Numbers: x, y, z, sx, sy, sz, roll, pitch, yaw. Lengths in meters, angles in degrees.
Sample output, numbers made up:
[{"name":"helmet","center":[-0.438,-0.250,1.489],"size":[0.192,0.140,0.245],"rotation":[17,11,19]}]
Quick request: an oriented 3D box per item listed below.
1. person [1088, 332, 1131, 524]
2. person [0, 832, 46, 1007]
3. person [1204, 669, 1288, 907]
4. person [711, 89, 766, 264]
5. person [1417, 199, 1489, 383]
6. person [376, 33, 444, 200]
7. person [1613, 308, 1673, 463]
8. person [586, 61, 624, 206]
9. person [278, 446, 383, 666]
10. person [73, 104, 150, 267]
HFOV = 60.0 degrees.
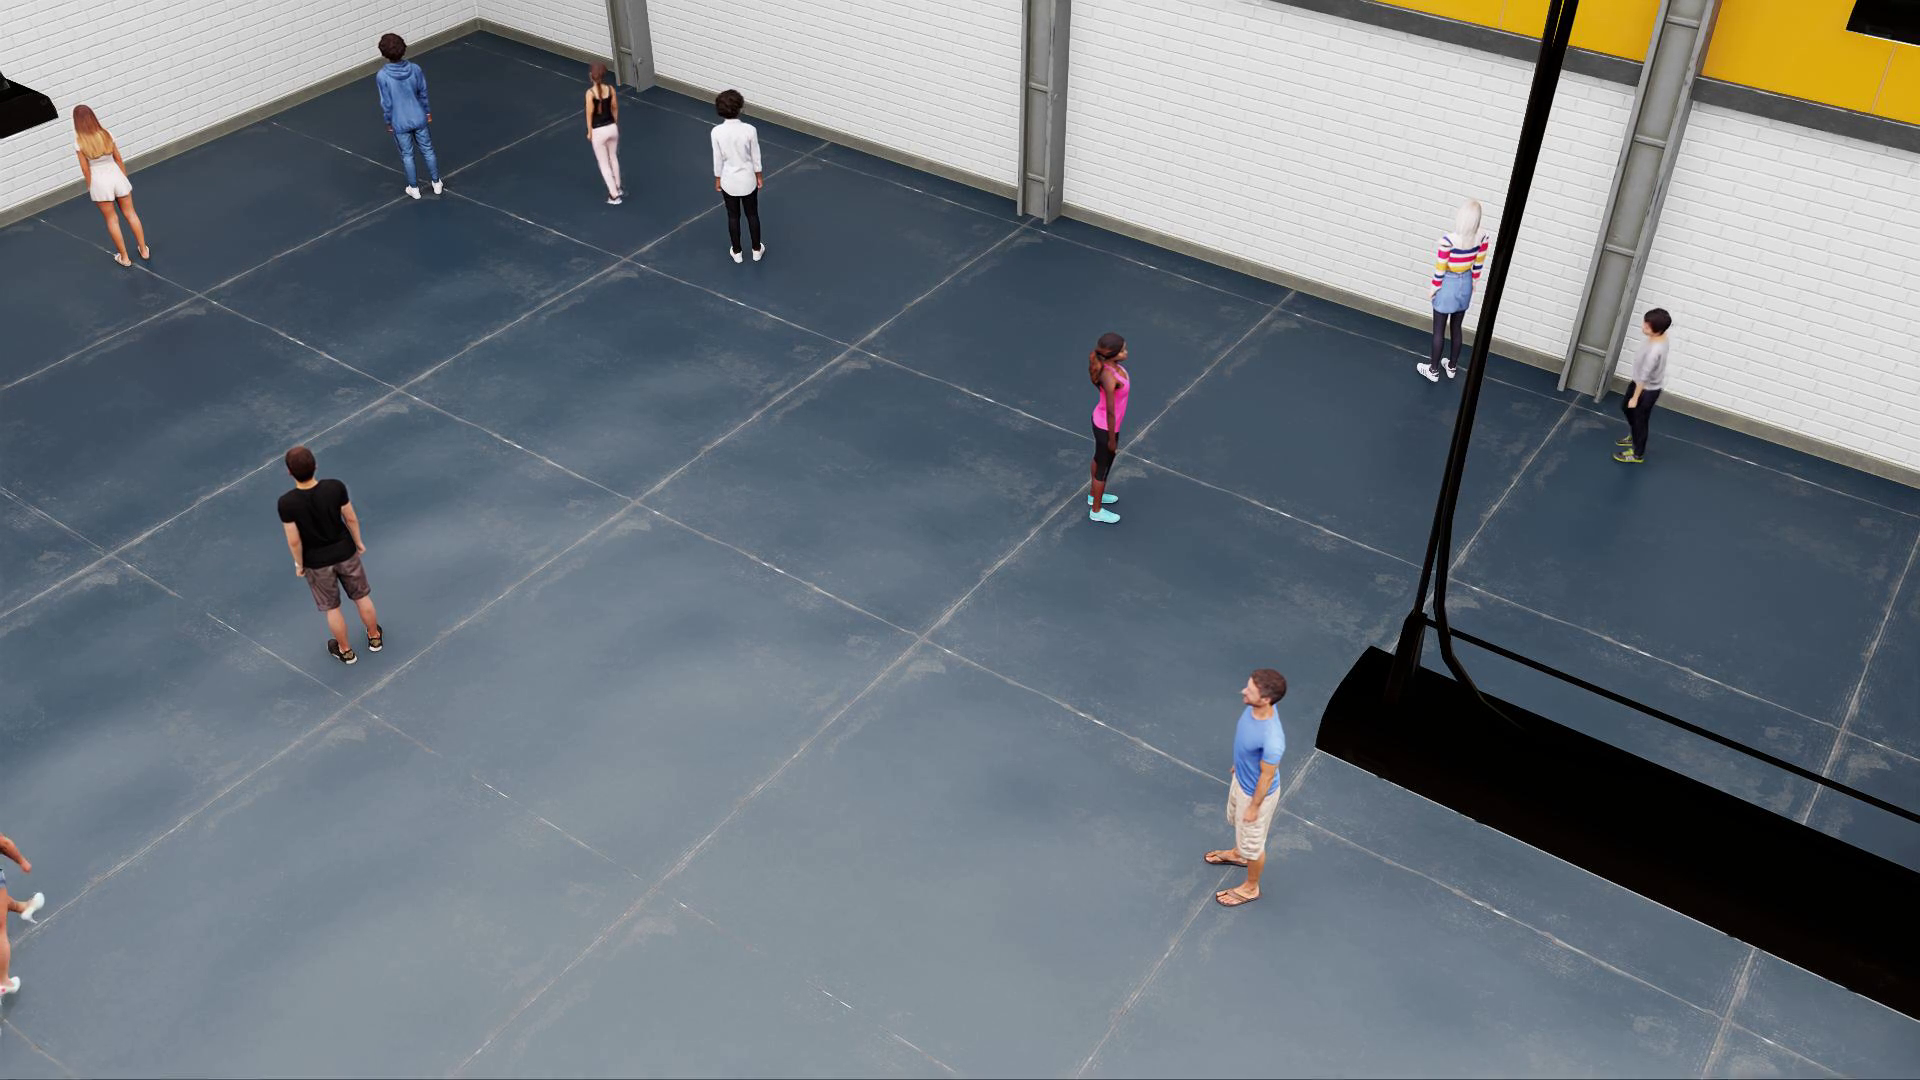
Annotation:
[{"name":"person","center":[1.181,-0.930,13.444],"size":[0.698,1.724,0.662],"rotation":[1,39,2]},{"name":"person","center":[-5.800,2.080,9.797],"size":[1.048,1.572,1.031],"rotation":[-1,39,-1]},{"name":"person","center":[1.824,1.496,10.295],"size":[0.780,1.863,0.741],"rotation":[-3,39,-3]},{"name":"person","center":[-2.241,-3.669,16.807],"size":[0.701,1.806,0.763],"rotation":[-6,39,-7]},{"name":"person","center":[4.474,-2.266,15.049],"size":[0.717,1.808,0.747],"rotation":[-10,40,-12]},{"name":"person","center":[-5.957,-4.574,17.939],"size":[0.759,1.810,0.729],"rotation":[-19,43,-23]},{"name":"person","center":[5.839,-1.291,14.053],"size":[0.649,1.529,0.655],"rotation":[19,42,22]},{"name":"person","center":[-3.826,-4.401,17.916],"size":[0.777,1.568,0.626],"rotation":[28,46,30]},{"name":"person","center":[-4.564,0.112,12.029],"size":[0.757,1.861,0.724],"rotation":[-23,44,-26]},{"name":"person","center":[-8.602,-3.591,16.798],"size":[0.615,1.697,0.618],"rotation":[-30,47,-32]}]
